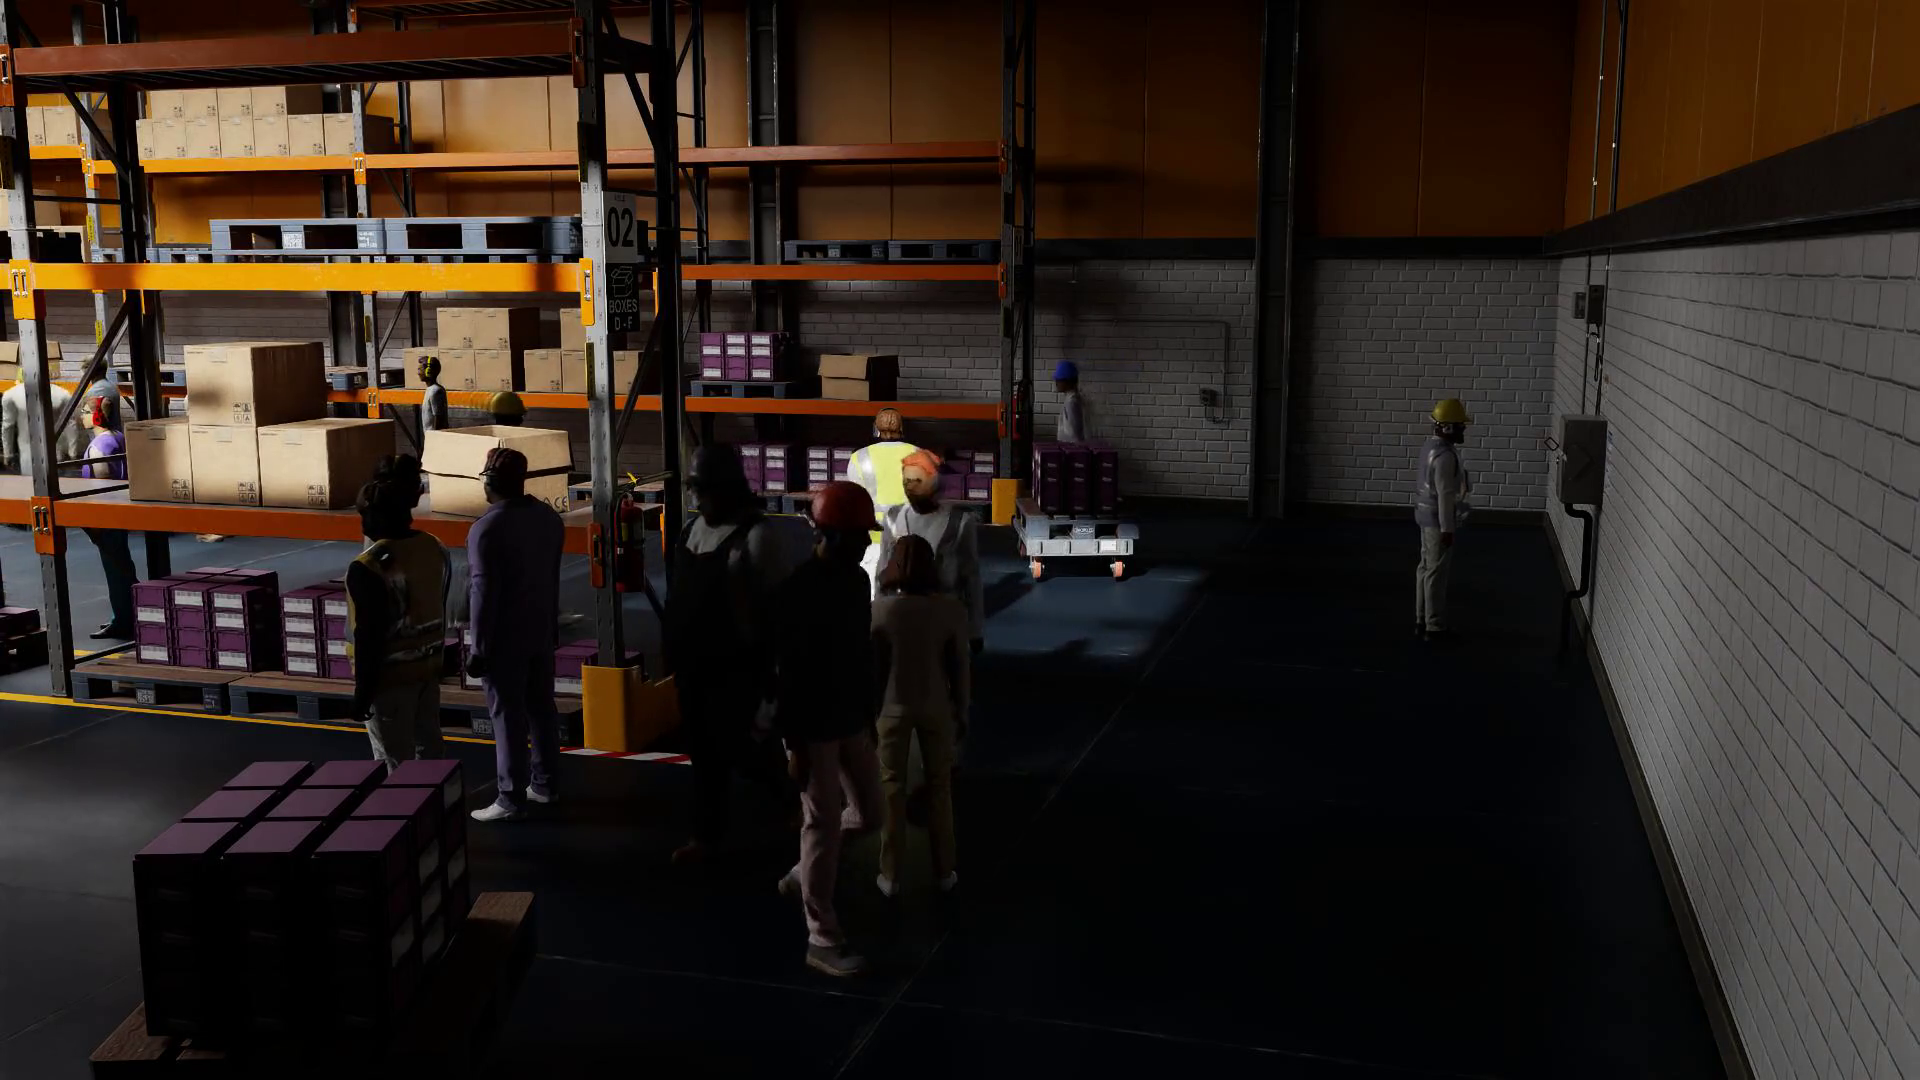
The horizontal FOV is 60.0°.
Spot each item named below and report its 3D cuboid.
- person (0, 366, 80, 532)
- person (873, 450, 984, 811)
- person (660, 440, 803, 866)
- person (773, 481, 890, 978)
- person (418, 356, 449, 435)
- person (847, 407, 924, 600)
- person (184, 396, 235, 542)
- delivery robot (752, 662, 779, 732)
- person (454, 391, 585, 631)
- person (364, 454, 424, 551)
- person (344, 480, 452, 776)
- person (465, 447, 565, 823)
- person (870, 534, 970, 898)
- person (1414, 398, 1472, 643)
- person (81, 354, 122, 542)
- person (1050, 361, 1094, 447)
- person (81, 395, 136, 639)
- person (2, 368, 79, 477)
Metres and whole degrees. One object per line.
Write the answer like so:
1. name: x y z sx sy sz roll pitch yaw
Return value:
1. person: -9.844 -0.971 17.692 0.895 1.772 0.643 -3 10 -20
2. person: -0.219 0.460 8.722 0.568 1.852 0.791 7 12 36
3. person: -1.101 0.518 7.817 0.638 2.000 0.689 -9 13 -43
4. person: -0.540 0.741 6.669 0.494 1.977 0.645 5 11 29
5. person: -5.616 -1.028 17.758 0.328 1.874 0.521 -2 10 -12
6. person: -0.493 -0.014 11.665 0.634 1.842 0.429 -3 10 -15
7. person: -7.722 -0.902 17.073 0.333 1.843 0.514 0 9 1
8. delivery robot: -1.160 0.891 9.778 0.477 0.478 0.707 2 10 14
9. person: -3.445 -0.202 12.718 1.008 1.868 0.612 0 9 -1
10. person: -2.868 0.485 8.587 0.349 1.858 0.516 -1 9 -9
11. person: -2.623 0.634 7.732 0.429 1.840 0.624 3 10 16
12. person: -2.285 0.480 8.461 0.410 1.909 0.643 4 10 22
13. person: -0.208 0.786 7.423 0.509 1.631 0.269 -1 9 -5
14. person: 3.634 -0.152 12.534 0.404 1.834 0.591 1 9 4
15. person: -8.773 -0.943 17.033 0.373 1.940 0.630 -2 10 -14
16. person: 1.153 -0.829 16.521 1.039 1.889 0.616 2 9 11
17. person: -6.462 -0.182 12.664 0.389 1.850 0.567 -2 10 -13
18. person: -9.160 -0.859 16.622 0.660 1.903 0.880 -6 11 -34
